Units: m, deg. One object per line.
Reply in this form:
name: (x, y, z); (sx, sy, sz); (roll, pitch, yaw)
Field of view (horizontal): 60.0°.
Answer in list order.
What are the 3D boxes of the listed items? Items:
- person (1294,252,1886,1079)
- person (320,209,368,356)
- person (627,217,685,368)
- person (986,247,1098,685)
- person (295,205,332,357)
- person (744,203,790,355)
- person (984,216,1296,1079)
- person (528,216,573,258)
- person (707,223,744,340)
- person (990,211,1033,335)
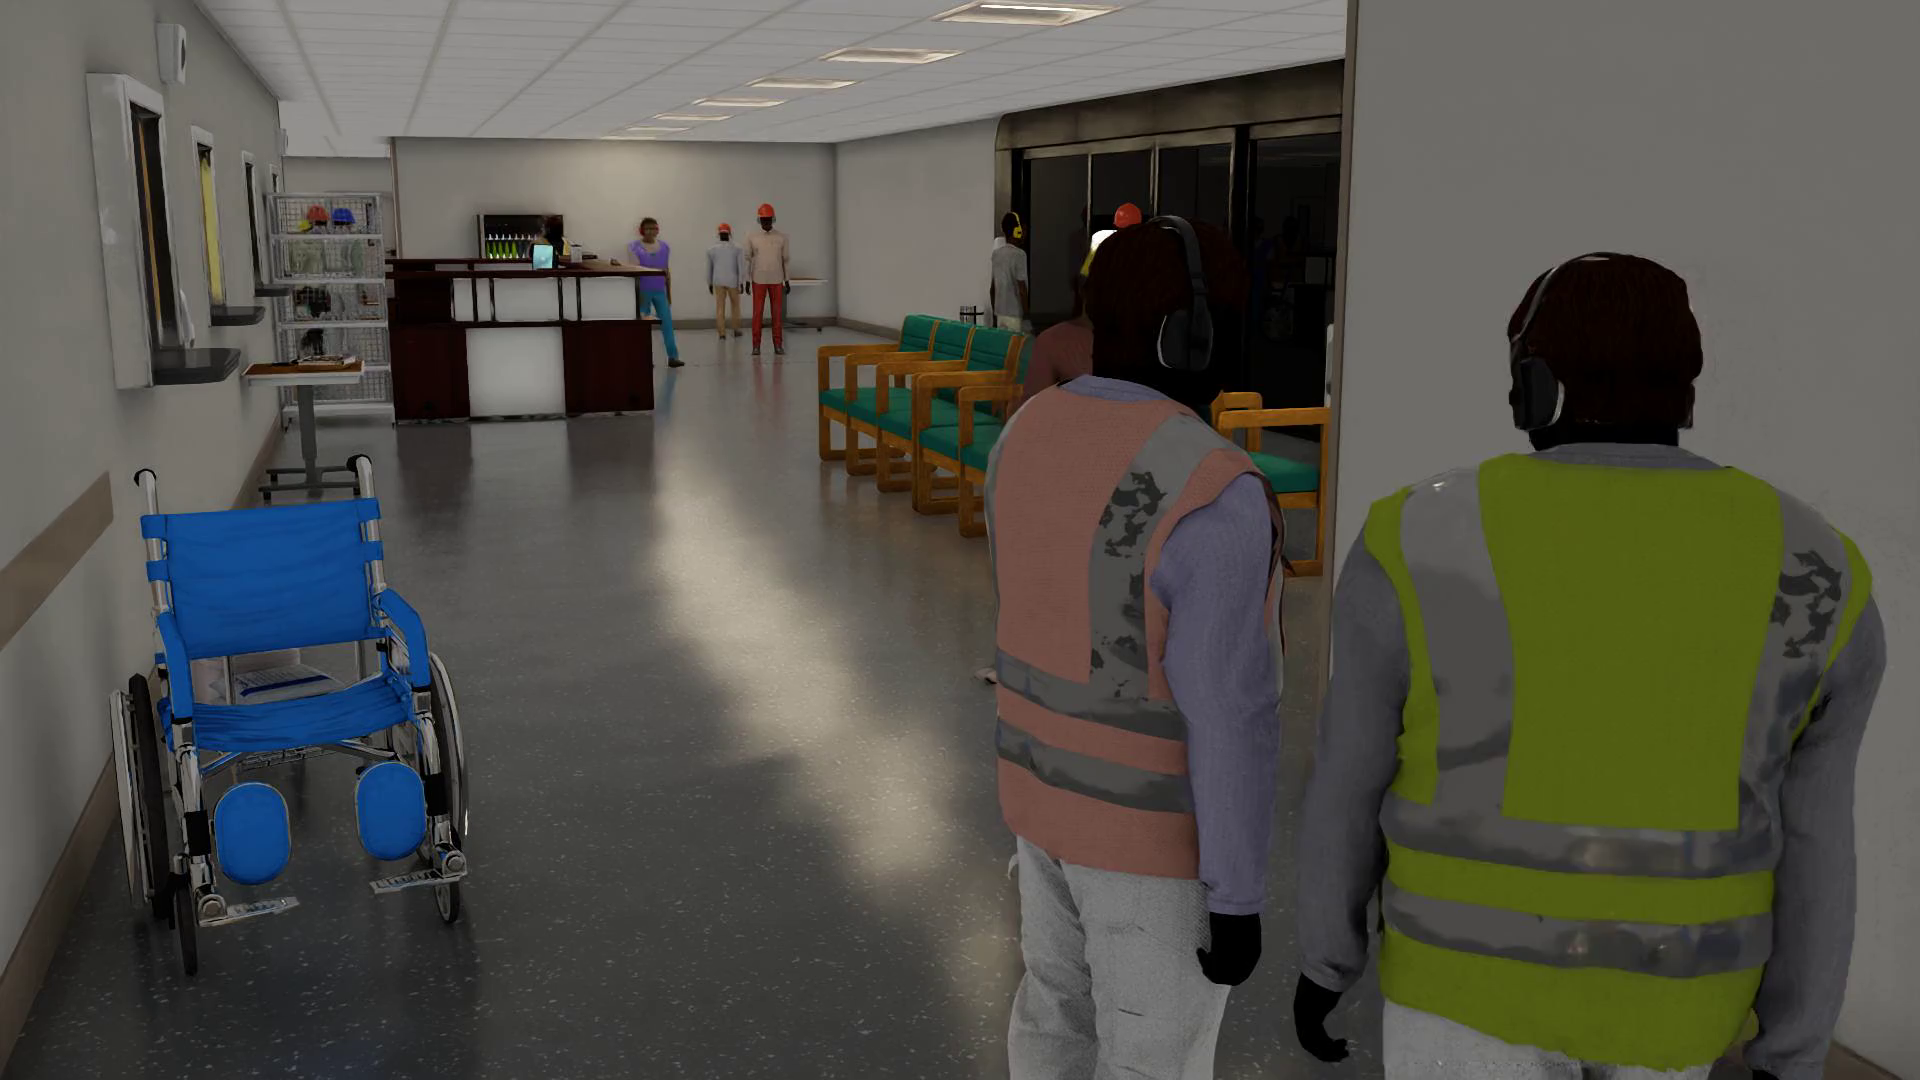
person: (0.736, 0.569, 1.985); (0.636, 1.806, 0.885); (1, 11, 5)
person: (-7.415, -3.018, 20.033); (0.635, 1.936, 0.452); (6, 12, 27)
person: (-3.666, -2.951, 20.000); (0.579, 1.808, 0.858); (-7, 13, -33)
person: (0.437, -0.283, 6.517); (0.767, 1.733, 0.348); (-5, 12, -22)
person: (-8.001, -3.160, 20.655); (0.631, 1.969, 0.656); (4, 12, 19)
person: (-2.552, -3.446, 22.045); (0.622, 1.992, 0.395); (-3, 11, -14)
person: (0.279, 0.434, 2.570); (0.431, 1.836, 0.619); (-6, 13, -29)
person: (-4.987, -3.069, 20.539); (0.429, 1.835, 0.628); (11, 15, 44)
person: (-3.494, -3.870, 24.934); (0.576, 1.715, 0.796); (0, 11, 2)
person: (0.466, -1.980, 14.844); (0.334, 1.873, 0.521); (-7, 13, -32)
